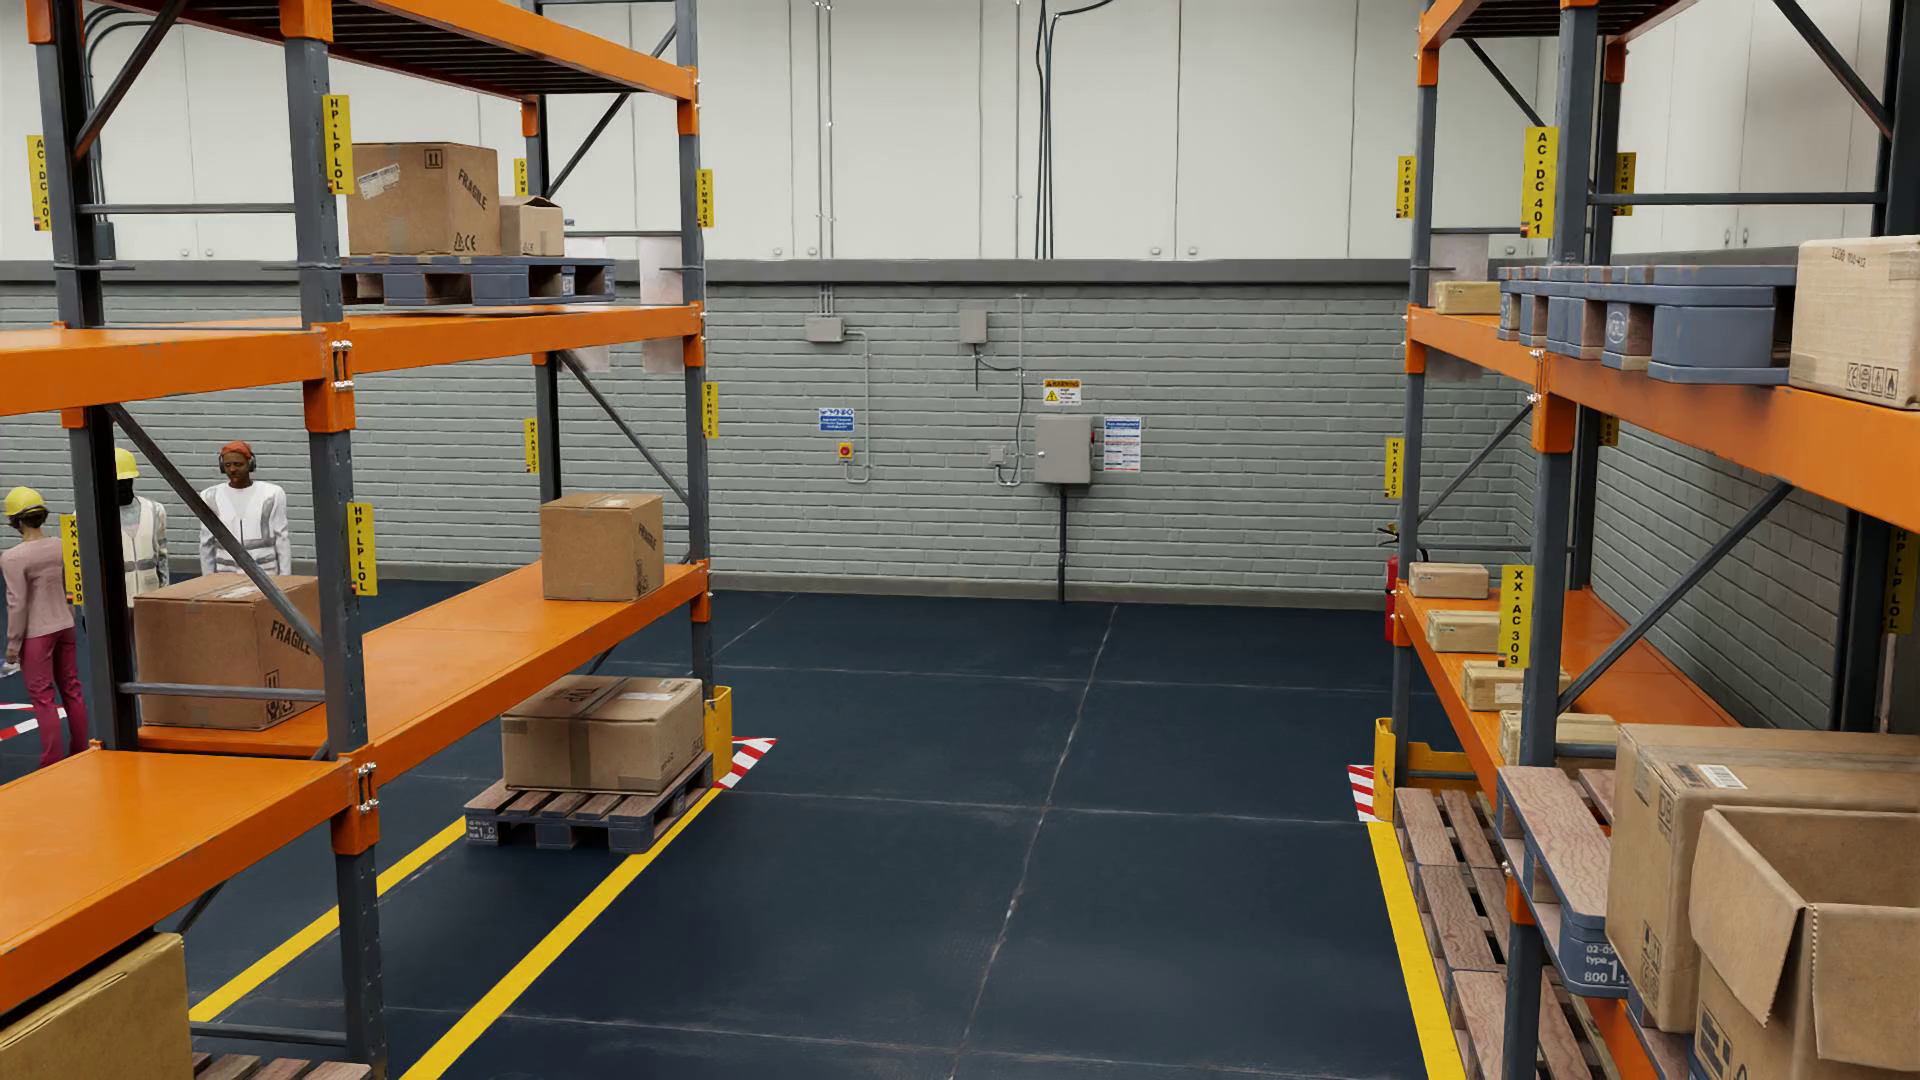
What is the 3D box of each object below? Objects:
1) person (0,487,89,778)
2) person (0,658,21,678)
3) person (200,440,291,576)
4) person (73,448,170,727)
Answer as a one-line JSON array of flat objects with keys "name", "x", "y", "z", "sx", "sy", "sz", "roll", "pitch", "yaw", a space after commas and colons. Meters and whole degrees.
[{"name": "person", "x": -5.474, "y": 0.560, "z": 9.893, "sx": 0.329, "sy": 1.765, "sz": 0.527, "roll": 2, "pitch": 9, "yaw": 11}, {"name": "person", "x": -7.391, "y": 0.189, "z": 11.981, "sx": 1.007, "sy": 1.855, "sz": 0.590, "roll": -5, "pitch": 11, "yaw": -30}, {"name": "person", "x": -4.916, "y": 0.248, "z": 11.476, "sx": 0.581, "sy": 1.879, "sz": 0.346, "roll": -2, "pitch": 10, "yaw": -14}, {"name": "person", "x": -5.271, "y": 0.373, "z": 10.540, "sx": 0.367, "sy": 1.926, "sz": 0.594, "roll": 7, "pitch": 12, "yaw": 37}]
